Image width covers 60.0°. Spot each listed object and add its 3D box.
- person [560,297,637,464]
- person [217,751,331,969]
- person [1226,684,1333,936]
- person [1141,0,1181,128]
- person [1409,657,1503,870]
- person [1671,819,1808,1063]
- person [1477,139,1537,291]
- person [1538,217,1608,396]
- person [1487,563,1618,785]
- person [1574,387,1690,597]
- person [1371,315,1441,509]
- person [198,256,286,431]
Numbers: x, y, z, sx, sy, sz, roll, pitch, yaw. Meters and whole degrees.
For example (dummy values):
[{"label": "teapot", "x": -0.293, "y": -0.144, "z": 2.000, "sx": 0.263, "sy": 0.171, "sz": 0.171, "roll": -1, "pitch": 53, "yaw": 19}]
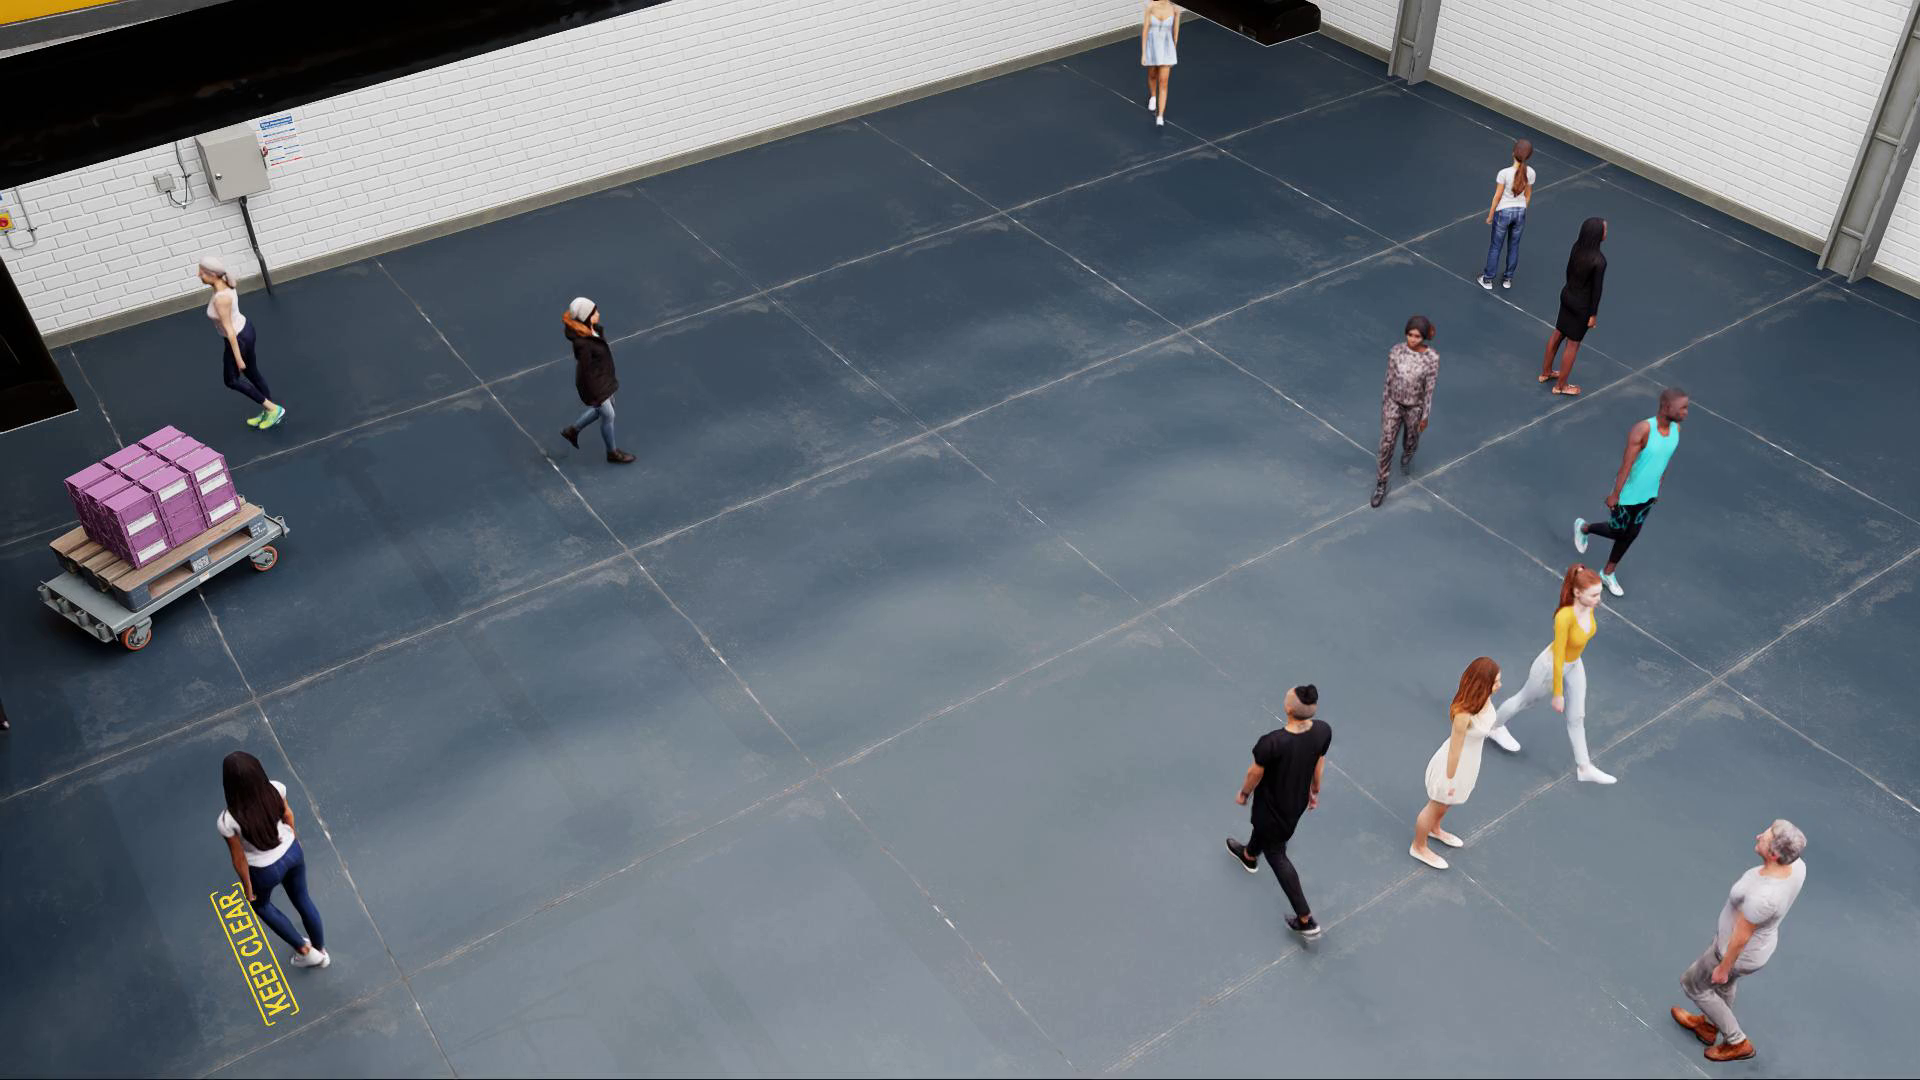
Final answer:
[{"label": "person", "x": -3.132, "y": -1.337, "z": 14.008, "sx": 0.916, "sy": 1.618, "sz": 0.914, "roll": -2, "pitch": 39, "yaw": -3}, {"label": "person", "x": -3.968, "y": 1.951, "z": 9.772, "sx": 0.719, "sy": 1.765, "sz": 0.699, "roll": 23, "pitch": 44, "yaw": 26}, {"label": "person", "x": 2.007, "y": 1.631, "z": 10.129, "sx": 0.676, "sy": 1.821, "sz": 1.174, "roll": -22, "pitch": 44, "yaw": -26}, {"label": "person", "x": 2.322, "y": -5.763, "z": 19.506, "sx": 1.080, "sy": 1.673, "sz": 1.183, "roll": 4, "pitch": 39, "yaw": 5}, {"label": "person", "x": 3.137, "y": 1.390, "z": 10.520, "sx": 0.585, "sy": 1.709, "sz": 0.598, "roll": 30, "pitch": 47, "yaw": 32}, {"label": "person", "x": 4.448, "y": 2.311, "z": 9.282, "sx": 0.768, "sy": 1.815, "sz": 0.806, "roll": -31, "pitch": 48, "yaw": -33}, {"label": "person", "x": 5.425, "y": -3.218, "z": 16.408, "sx": 0.636, "sy": 1.562, "sz": 0.676, "roll": 0, "pitch": 39, "yaw": 0}, {"label": "person", "x": 5.533, "y": -2.112, "z": 14.896, "sx": 0.733, "sy": 1.721, "sz": 0.559, "roll": -10, "pitch": 40, "yaw": -12}, {"label": "person", "x": 3.928, "y": 0.857, "z": 11.203, "sx": 0.711, "sy": 1.690, "sz": 1.198, "roll": -30, "pitch": 47, "yaw": -32}, {"label": "person", "x": 5.108, "y": -0.430, "z": 12.734, "sx": 0.792, "sy": 1.789, "sz": 0.962, "roll": -12, "pitch": 40, "yaw": -15}, {"label": "person", "x": 3.693, "y": -1.108, "z": 13.662, "sx": 1.030, "sy": 1.692, "sz": 0.935, "roll": 18, "pitch": 42, "yaw": 21}, {"label": "person", "x": -6.149, "y": -1.710, "z": 14.415, "sx": 0.782, "sy": 1.692, "sz": 0.701, "roll": -7, "pitch": 39, "yaw": -9}]
